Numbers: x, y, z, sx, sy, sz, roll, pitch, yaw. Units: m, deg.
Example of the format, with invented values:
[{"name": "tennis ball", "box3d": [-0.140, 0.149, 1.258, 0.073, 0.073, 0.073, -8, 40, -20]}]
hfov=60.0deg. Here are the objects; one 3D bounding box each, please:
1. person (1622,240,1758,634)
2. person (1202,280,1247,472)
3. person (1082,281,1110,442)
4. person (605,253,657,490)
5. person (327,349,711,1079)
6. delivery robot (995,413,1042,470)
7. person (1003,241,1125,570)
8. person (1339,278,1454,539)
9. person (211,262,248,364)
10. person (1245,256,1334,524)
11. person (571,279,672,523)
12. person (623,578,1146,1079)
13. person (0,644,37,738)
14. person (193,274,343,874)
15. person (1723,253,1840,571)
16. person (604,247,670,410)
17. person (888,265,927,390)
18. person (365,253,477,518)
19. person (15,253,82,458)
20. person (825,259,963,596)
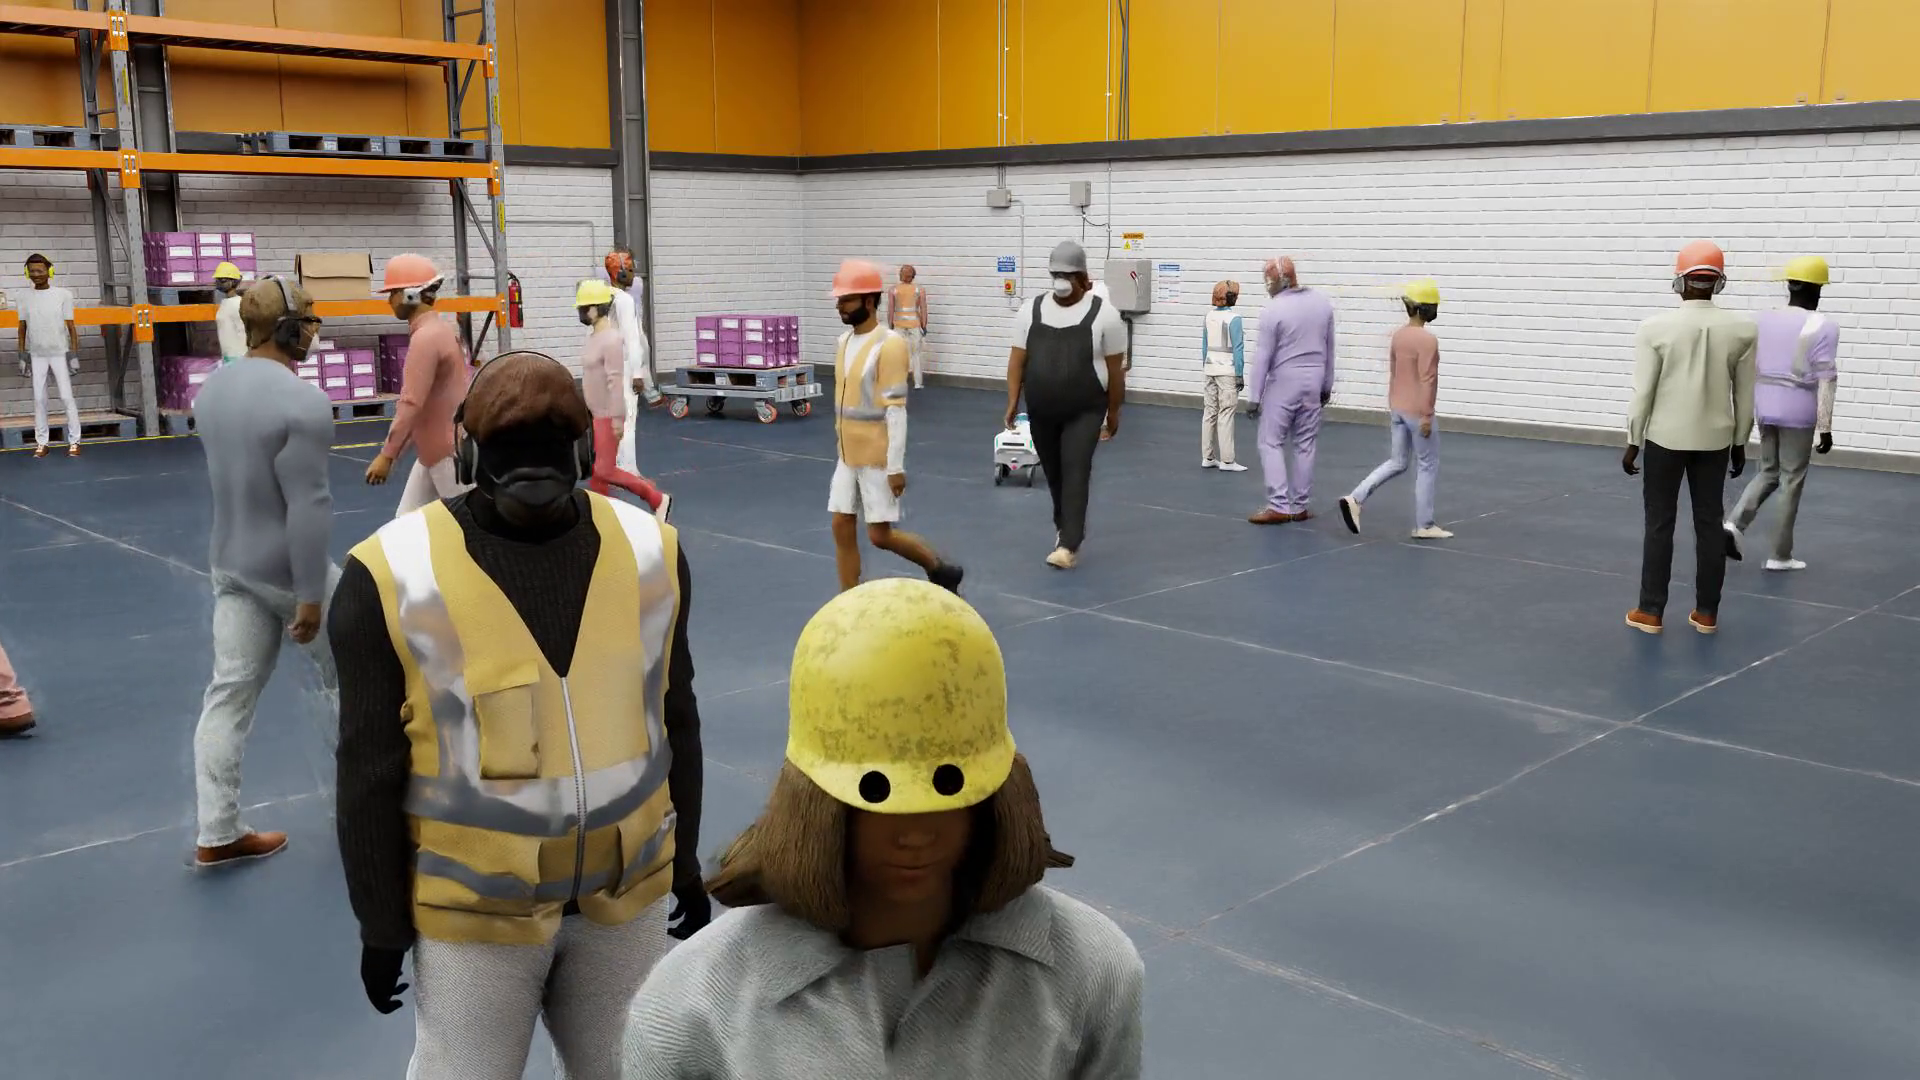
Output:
[{"name": "person", "box3d": [3.692, -0.511, 8.454, 0.626, 1.992, 0.387, 1, 10, 4]}, {"name": "person", "box3d": [2.265, -1.410, 14.325, 0.310, 1.642, 0.514, -6, 12, -28]}, {"name": "person", "box3d": [1.194, -1.848, 16.151, 0.616, 1.847, 0.520, 4, 11, 23]}, {"name": "person", "box3d": [-2.702, -1.343, 13.296, 0.354, 1.883, 0.573, -8, 13, -38]}, {"name": "person", "box3d": [-0.711, 0.599, 2.828, 0.634, 1.839, 0.429, -7, 12, -32]}, {"name": "delivery robot", "box3d": [0.520, -0.802, 13.713, 0.477, 0.478, 0.707, 3, 11, 15]}, {"name": "person", "box3d": [0.652, -0.886, 10.373, 0.693, 2.000, 1.004, 4, 11, 22]}, {"name": "person", "box3d": [2.939, -0.856, 11.026, 0.714, 1.746, 0.528, -3, 11, -14]}, {"name": "person", "box3d": [-6.898, -1.744, 15.792, 0.298, 1.772, 0.533, -9, 13, -39]}, {"name": "person", "box3d": [2.314, -1.039, 11.672, 0.731, 1.880, 0.437, -5, 12, -26]}, {"name": "person", "box3d": [-2.244, -0.815, 10.810, 0.567, 1.749, 0.526, -6, 12, -29]}, {"name": "person", "box3d": [-0.051, 0.884, 1.551, 0.486, 1.740, 0.318, -2, 11, -12]}, {"name": "person", "box3d": [-4.183, -0.075, 6.466, 0.989, 1.858, 0.662, -2, 11, -9]}, {"name": "person", "box3d": [-2.145, 0.087, 5.483, 0.636, 1.892, 0.991, 6, 12, 30]}, {"name": "person", "box3d": [4.936, -0.747, 9.965, 0.493, 1.915, 0.589, -5, 11, -23]}, {"name": "person", "box3d": [-3.816, -2.397, 19.055, 0.654, 1.885, 1.040, 8, 13, 36]}, {"name": "person", "box3d": [-0.688, -2.780, 21.800, 0.523, 1.638, 0.310, 1, 10, 4]}, {"name": "person", "box3d": [-2.664, -0.440, 8.253, 1.052, 1.925, 0.604, -3, 11, -15]}, {"name": "person", "box3d": [-8.328, -1.678, 15.202, 0.509, 1.860, 0.318, -2, 11, -12]}, {"name": "person", "box3d": [-0.392, -0.447, 8.346, 0.765, 1.914, 0.548, -7, 13, -35]}]
